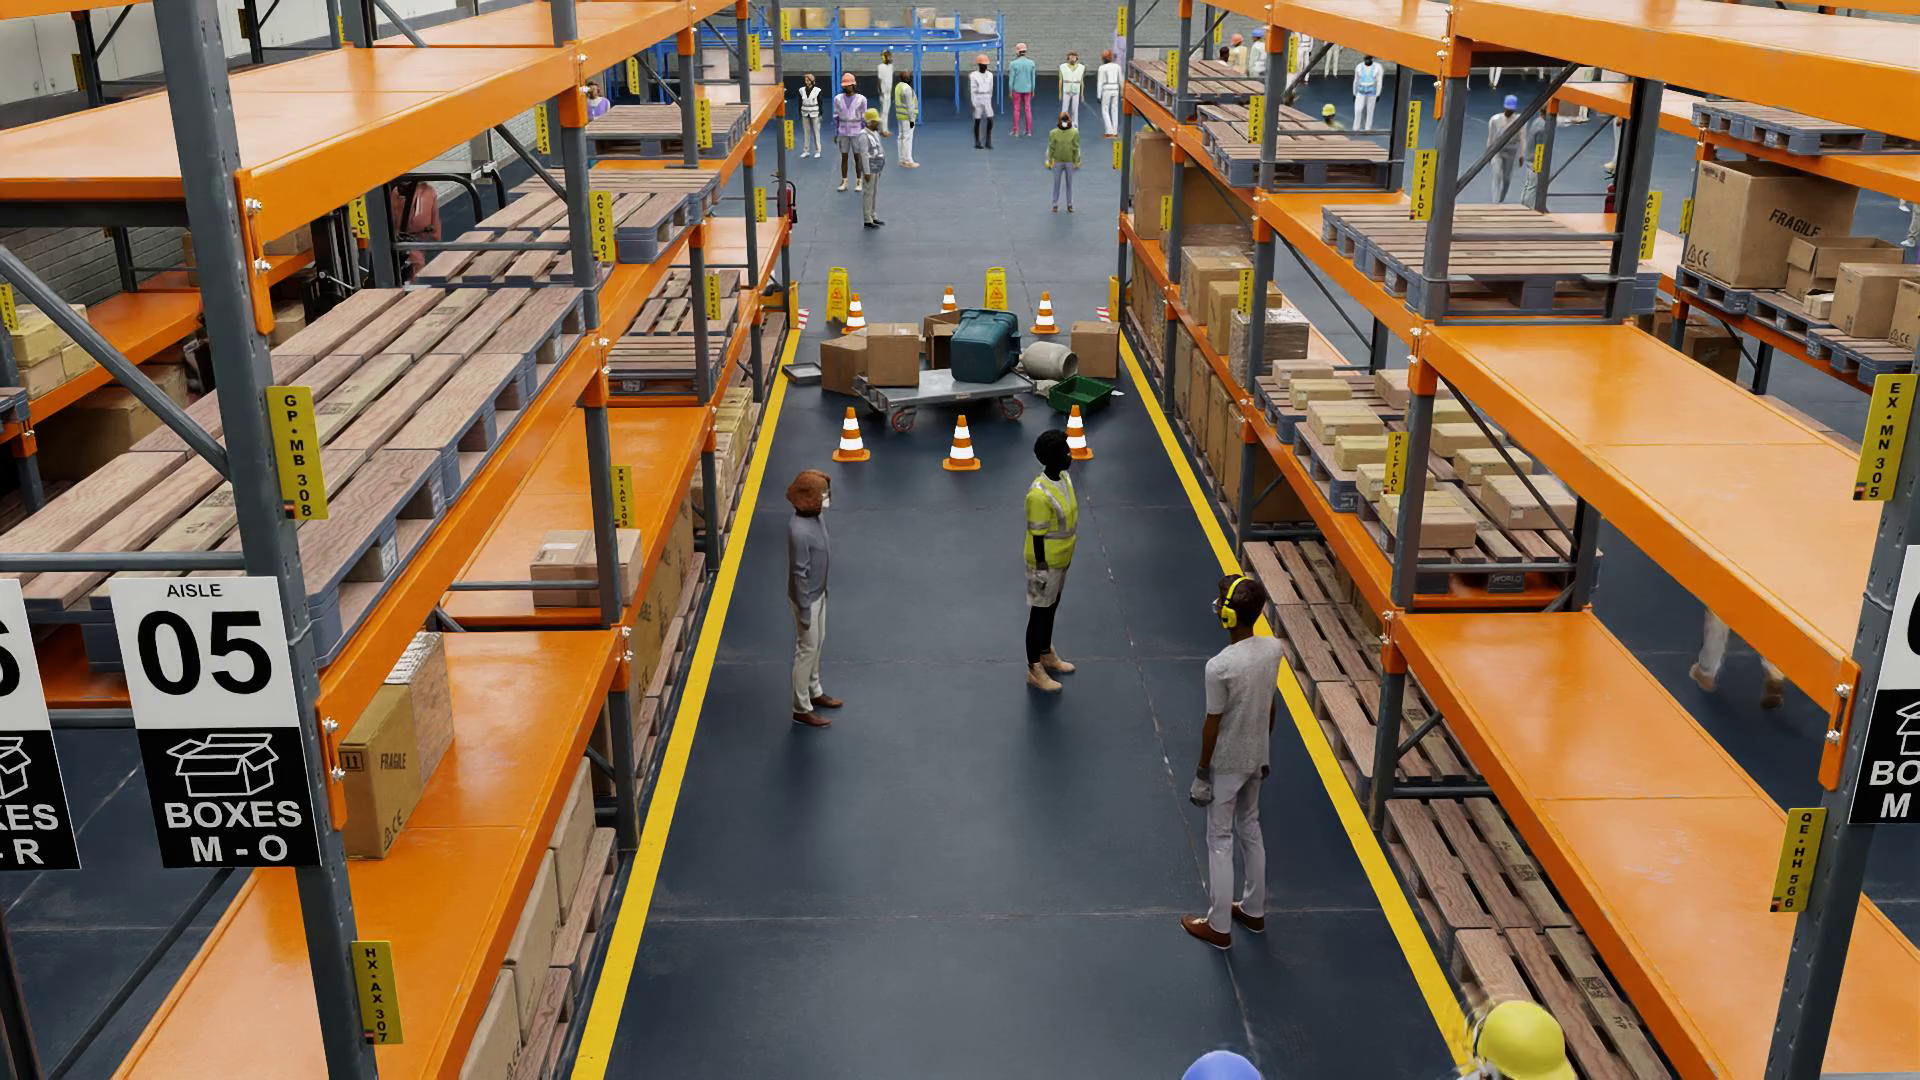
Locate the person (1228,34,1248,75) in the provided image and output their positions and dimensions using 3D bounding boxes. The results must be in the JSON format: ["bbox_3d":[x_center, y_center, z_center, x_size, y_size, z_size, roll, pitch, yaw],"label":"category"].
[{"bbox_3d":[6.845,-11.521,41.052,0.594,1.876,0.596,-15,26,-35],"label":"person"}]

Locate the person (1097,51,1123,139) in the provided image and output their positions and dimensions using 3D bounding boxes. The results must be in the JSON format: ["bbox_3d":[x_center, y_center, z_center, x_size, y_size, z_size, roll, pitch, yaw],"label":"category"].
[{"bbox_3d":[3.274,-9.694,36.231,0.692,1.868,0.372,-12,24,-29],"label":"person"}]

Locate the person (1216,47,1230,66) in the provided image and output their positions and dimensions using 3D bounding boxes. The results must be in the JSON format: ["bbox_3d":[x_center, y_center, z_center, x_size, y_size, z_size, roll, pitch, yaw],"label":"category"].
[{"bbox_3d":[5.737,-9.924,36.780,0.401,1.906,0.598,-4,21,-12],"label":"person"}]

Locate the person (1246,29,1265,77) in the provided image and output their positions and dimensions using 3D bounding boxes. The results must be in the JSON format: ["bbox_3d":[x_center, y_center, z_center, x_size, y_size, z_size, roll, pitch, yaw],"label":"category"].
[{"bbox_3d":[7.393,-11.816,41.724,0.436,1.934,0.645,12,24,28],"label":"person"}]

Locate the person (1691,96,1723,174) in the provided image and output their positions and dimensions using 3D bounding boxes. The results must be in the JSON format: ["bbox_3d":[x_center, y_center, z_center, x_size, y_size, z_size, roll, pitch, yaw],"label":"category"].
[{"bbox_3d":[13.869,-7.544,30.802,0.557,1.660,0.792,-10,23,-25],"label":"person"}]

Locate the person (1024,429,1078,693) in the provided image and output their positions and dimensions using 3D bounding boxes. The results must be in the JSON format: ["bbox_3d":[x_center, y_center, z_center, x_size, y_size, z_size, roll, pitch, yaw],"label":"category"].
[{"bbox_3d":[0.575,0.117,10.520,0.317,1.700,0.539,8,22,19],"label":"person"}]

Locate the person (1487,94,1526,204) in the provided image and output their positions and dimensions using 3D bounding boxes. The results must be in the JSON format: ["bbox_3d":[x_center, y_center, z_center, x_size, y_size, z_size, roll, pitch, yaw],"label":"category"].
[{"bbox_3d":[9.070,-6.462,27.650,0.619,1.904,0.928,6,22,16],"label":"person"}]

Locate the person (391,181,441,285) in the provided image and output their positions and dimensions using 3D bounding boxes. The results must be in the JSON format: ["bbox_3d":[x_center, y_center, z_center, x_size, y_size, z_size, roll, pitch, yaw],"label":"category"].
[{"bbox_3d":[-6.653,-3.724,20.465,0.921,1.849,0.719,10,23,25],"label":"person"}]

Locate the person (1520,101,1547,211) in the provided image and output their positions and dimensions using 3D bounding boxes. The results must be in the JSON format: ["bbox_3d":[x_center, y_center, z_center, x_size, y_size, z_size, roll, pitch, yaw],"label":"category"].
[{"bbox_3d":[9.099,-5.933,26.201,0.379,1.931,0.625,3,21,8],"label":"person"}]

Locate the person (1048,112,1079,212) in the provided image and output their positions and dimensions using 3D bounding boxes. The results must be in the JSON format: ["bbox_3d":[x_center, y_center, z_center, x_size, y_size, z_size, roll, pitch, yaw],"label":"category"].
[{"bbox_3d":[1.700,-6.201,27.318,0.503,1.627,0.288,1,21,2],"label":"person"}]

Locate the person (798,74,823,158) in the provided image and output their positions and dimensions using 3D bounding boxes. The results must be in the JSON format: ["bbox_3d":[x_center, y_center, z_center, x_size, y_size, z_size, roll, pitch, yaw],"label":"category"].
[{"bbox_3d":[-3.002,-8.520,33.432,0.521,1.638,0.311,7,22,18],"label":"person"}]

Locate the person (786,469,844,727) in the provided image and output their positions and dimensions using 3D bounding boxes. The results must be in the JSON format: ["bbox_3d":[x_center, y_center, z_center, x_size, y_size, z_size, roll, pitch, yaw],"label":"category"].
[{"bbox_3d":[-0.890,0.343,10.029,0.293,1.623,0.507,3,21,7],"label":"person"}]

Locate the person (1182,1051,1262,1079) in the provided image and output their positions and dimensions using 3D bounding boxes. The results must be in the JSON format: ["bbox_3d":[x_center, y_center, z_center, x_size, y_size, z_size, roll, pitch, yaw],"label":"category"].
[{"bbox_3d":[0.812,2.194,4.815,1.080,1.871,0.675,-11,23,-27],"label":"person"}]

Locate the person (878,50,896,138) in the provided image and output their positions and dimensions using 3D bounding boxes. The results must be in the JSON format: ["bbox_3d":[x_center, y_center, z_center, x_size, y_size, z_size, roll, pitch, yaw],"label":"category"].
[{"bbox_3d":[-1.587,-9.791,36.526,0.578,1.841,0.504,13,24,31],"label":"person"}]

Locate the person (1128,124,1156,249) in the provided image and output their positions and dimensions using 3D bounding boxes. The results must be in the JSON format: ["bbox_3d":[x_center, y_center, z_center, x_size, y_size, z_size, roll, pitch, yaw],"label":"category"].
[{"bbox_3d":[2.670,-5.015,23.855,0.579,1.861,1.039,-1,21,-2],"label":"person"}]

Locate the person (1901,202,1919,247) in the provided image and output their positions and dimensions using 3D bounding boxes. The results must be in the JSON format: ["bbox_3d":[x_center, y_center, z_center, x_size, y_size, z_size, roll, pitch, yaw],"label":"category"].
[{"bbox_3d":[14.285,-5.199,24.525,0.485,1.736,0.321,0,21,0],"label":"person"}]

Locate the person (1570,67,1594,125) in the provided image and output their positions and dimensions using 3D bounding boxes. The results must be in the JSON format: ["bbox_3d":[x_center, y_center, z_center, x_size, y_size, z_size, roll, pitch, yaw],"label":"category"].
[{"bbox_3d":[14.496,-10.491,38.665,0.508,1.622,0.288,-17,26,-37],"label":"person"}]

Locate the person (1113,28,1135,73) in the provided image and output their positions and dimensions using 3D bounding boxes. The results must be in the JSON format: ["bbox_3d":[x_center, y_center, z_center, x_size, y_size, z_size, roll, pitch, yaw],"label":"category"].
[{"bbox_3d":[4.655,-13.937,47.415,0.631,1.879,0.720,-3,21,-8],"label":"person"}]

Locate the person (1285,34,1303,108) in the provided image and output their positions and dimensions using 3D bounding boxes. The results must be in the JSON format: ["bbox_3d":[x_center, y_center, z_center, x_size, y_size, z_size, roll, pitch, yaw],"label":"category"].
[{"bbox_3d":[7.785,-10.826,39.004,0.677,2.011,0.466,-15,26,-35],"label":"person"}]

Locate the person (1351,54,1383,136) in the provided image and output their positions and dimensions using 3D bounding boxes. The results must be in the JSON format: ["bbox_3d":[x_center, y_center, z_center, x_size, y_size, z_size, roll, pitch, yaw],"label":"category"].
[{"bbox_3d":[8.920,-9.777,36.517,0.642,1.807,0.825,8,22,20],"label":"person"}]

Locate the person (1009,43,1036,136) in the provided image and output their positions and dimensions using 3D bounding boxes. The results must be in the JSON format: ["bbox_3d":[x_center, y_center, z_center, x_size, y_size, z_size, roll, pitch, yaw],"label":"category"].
[{"bbox_3d":[1.358,-9.907,36.617,0.618,1.985,0.402,-8,22,-19],"label":"person"}]

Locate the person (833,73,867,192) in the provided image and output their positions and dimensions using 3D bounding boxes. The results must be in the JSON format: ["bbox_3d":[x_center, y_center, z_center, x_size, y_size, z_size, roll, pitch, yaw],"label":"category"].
[{"bbox_3d":[-1.936,-7.160,29.274,0.615,2.042,0.374,4,21,10],"label":"person"}]

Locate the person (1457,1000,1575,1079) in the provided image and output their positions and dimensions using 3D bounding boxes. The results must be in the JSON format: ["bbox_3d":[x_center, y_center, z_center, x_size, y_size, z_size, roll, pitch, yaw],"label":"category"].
[{"bbox_3d":[1.636,2.174,4.918,0.618,1.810,0.679,-14,25,-32],"label":"person"}]

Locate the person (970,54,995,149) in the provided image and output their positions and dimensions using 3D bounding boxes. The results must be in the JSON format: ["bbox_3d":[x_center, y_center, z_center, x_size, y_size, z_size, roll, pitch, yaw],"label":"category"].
[{"bbox_3d":[0.477,-9.068,34.478,0.544,1.918,0.648,-9,23,-23],"label":"person"}]

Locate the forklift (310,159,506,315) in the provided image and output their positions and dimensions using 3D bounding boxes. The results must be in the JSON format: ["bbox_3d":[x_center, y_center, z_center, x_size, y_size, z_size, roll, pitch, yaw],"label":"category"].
[{"bbox_3d":[-5.622,-2.910,17.832,2.313,2.155,1.214,-1,21,-1],"label":"forklift"}]

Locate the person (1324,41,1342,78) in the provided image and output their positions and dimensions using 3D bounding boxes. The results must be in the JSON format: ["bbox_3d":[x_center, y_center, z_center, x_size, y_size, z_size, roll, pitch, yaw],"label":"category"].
[{"bbox_3d":[11.094,-14.626,49.421,0.559,1.746,0.332,2,21,6],"label":"person"}]

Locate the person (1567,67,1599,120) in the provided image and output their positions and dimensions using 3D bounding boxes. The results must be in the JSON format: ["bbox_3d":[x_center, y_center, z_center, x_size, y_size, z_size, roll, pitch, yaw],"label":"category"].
[{"bbox_3d":[14.802,-10.911,39.419,0.606,1.888,0.438,11,23,27],"label":"person"}]

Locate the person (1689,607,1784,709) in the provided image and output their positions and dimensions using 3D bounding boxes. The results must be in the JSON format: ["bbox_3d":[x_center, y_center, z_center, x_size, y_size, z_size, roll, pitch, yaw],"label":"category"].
[{"bbox_3d":[4.876,0.154,10.241,0.641,1.814,0.702,2,21,6],"label":"person"}]

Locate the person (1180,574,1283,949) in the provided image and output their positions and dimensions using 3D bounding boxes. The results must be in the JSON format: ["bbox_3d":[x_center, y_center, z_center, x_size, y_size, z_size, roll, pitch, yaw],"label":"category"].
[{"bbox_3d":[1.287,1.048,7.845,0.503,1.861,0.329,-18,27,-40],"label":"person"}]

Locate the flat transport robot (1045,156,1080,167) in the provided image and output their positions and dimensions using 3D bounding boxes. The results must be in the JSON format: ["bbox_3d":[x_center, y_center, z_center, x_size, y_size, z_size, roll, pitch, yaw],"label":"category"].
[{"bbox_3d":[2.030,-7.531,32.723,0.652,0.197,1.431,2,21,4],"label":"flat transport robot"}]

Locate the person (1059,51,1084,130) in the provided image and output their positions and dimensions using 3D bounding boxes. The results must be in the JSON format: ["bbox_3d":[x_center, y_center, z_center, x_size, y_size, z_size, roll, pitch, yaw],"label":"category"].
[{"bbox_3d":[2.445,-9.807,36.558,0.563,1.837,0.389,-3,21,-7],"label":"person"}]

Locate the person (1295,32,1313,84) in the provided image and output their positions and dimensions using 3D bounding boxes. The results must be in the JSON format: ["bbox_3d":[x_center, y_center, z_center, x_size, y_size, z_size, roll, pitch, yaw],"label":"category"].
[{"bbox_3d":[9.823,-14.025,47.639,0.575,1.887,0.362,-6,22,-16],"label":"person"}]

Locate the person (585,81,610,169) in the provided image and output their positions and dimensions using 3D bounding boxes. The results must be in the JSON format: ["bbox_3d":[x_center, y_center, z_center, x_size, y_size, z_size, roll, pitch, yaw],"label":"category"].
[{"bbox_3d":[-6.569,-7.334,30.005,0.568,1.849,0.386,-3,21,-7],"label":"person"}]

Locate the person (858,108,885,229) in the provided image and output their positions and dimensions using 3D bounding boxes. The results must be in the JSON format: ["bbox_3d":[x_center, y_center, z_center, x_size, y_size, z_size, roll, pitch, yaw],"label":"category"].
[{"bbox_3d":[-1.372,-5.804,25.985,0.404,1.833,0.588,5,21,13],"label":"person"}]

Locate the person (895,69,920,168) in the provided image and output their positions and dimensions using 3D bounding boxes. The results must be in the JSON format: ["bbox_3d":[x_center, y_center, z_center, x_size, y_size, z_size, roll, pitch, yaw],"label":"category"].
[{"bbox_3d":[-1.024,-8.155,32.183,0.429,1.847,0.625,-9,23,-23],"label":"person"}]
